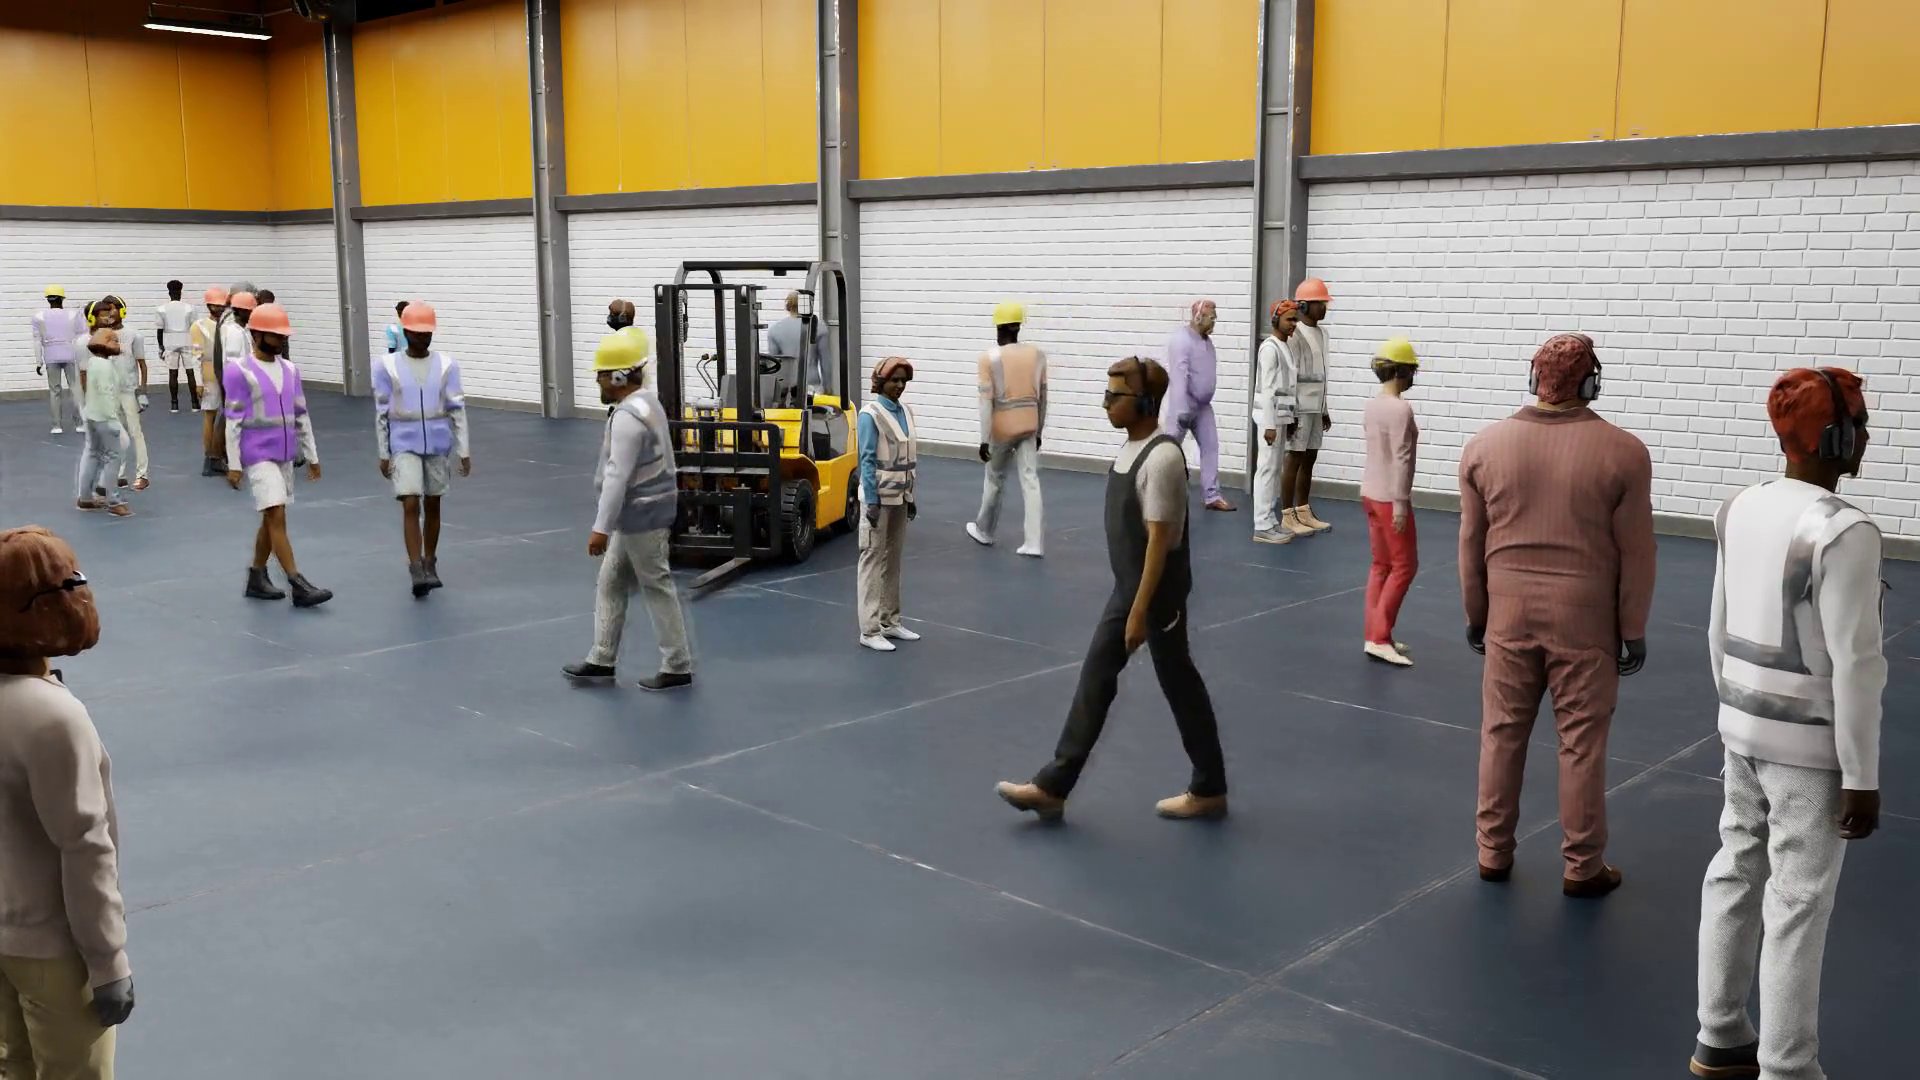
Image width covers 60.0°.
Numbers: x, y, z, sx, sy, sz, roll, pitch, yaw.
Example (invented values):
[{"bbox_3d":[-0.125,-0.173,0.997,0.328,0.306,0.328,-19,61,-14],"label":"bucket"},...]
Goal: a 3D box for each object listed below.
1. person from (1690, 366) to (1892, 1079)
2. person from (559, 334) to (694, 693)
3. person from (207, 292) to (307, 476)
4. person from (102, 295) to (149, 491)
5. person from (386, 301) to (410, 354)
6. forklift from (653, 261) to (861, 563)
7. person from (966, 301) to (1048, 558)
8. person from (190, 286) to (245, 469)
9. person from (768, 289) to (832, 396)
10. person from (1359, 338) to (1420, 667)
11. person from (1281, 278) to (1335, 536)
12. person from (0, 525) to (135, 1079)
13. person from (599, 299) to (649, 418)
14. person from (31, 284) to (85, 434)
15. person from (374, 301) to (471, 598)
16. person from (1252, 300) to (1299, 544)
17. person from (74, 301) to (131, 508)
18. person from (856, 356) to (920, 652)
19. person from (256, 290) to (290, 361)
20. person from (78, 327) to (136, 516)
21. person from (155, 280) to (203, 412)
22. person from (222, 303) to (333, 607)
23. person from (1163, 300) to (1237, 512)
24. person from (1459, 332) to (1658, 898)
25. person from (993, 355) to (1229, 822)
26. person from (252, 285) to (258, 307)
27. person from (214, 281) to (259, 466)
[{"bbox_3d":[2.087,0.511,4.157,0.355,1.885,0.575,-1,9,-8],"label":"person"},{"bbox_3d":[-1.714,-0.112,8.266,0.809,1.795,0.593,-1,9,-6],"label":"person"},{"bbox_3d":[-7.289,-1.593,17.074,1.017,1.872,0.560,-4,10,-23],"label":"person"},{"bbox_3d":[-8.039,-1.402,15.929,0.531,1.870,0.317,1,9,8],"label":"person"},{"bbox_3d":[-7.308,-2.304,21.988,0.537,1.696,0.321,-7,12,-38],"label":"person"},{"bbox_3d":[-1.552,-1.040,12.721,1.214,2.155,2.313,2,9,11],"label":"forklift"},{"bbox_3d":[0.360,-0.834,12.421,0.613,1.872,0.972,-5,10,-26],"label":"person"},{"bbox_3d":[-7.804,-1.703,17.571,0.373,1.934,0.551,7,11,36],"label":"person"},{"bbox_3d":[-1.627,-1.573,16.816,0.651,1.925,0.603,1,9,7],"label":"person"},{"bbox_3d":[2.332,-0.201,9.020,0.332,1.731,0.670,-1,9,-7],"label":"person"},{"bbox_3d":[2.783,-1.060,13.292,0.365,2.048,0.608,8,12,39],"label":"person"},{"bbox_3d":[-1.768,0.782,3.254,0.500,1.636,0.280,7,12,38],"label":"person"},{"bbox_3d":[-3.067,-1.269,15.196,0.429,1.843,0.634,2,9,11],"label":"person"},{"bbox_3d":[-11.563,-2.316,21.380,0.585,1.920,0.383,-5,11,-28],"label":"person"},{"bbox_3d":[-3.459,-0.582,10.800,0.557,1.900,0.848,-5,11,-29],"label":"person"},{"bbox_3d":[2.466,-0.924,12.961,0.359,1.882,0.575,4,10,22],"label":"person"},{"bbox_3d":[-7.640,-1.198,14.769,0.520,1.840,0.597,0,9,-1],"label":"person"},{"bbox_3d":[-0.406,-0.210,9.337,0.314,1.637,0.514,5,10,27],"label":"person"},{"bbox_3d":[-7.955,-1.906,18.971,0.618,1.891,0.744,-7,11,-36],"label":"person"},{"bbox_3d":[-7.417,-1.022,14.370,0.379,1.620,0.720,-9,13,-42],"label":"person"},{"bbox_3d":[-11.569,-2.869,24.650,0.603,1.958,0.380,-3,10,-20],"label":"person"},{"bbox_3d":[-4.298,-0.532,10.502,0.735,1.913,0.567,4,10,22],"label":"person"},{"bbox_3d":[1.989,-1.199,14.724,0.975,1.862,0.647,8,12,40],"label":"person"},{"bbox_3d":[2.022,0.255,5.659,0.643,1.909,0.410,6,11,34],"label":"person"},{"bbox_3d":[0.623,0.208,6.287,0.950,1.791,0.533,-2,10,-13],"label":"person"},{"bbox_3d":[-9.686,-2.540,22.793,0.652,1.906,0.409,-4,10,-24],"label":"person"},{"bbox_3d":[-7.564,-1.747,17.524,0.552,2.000,0.868,-9,13,-43],"label":"person"}]
